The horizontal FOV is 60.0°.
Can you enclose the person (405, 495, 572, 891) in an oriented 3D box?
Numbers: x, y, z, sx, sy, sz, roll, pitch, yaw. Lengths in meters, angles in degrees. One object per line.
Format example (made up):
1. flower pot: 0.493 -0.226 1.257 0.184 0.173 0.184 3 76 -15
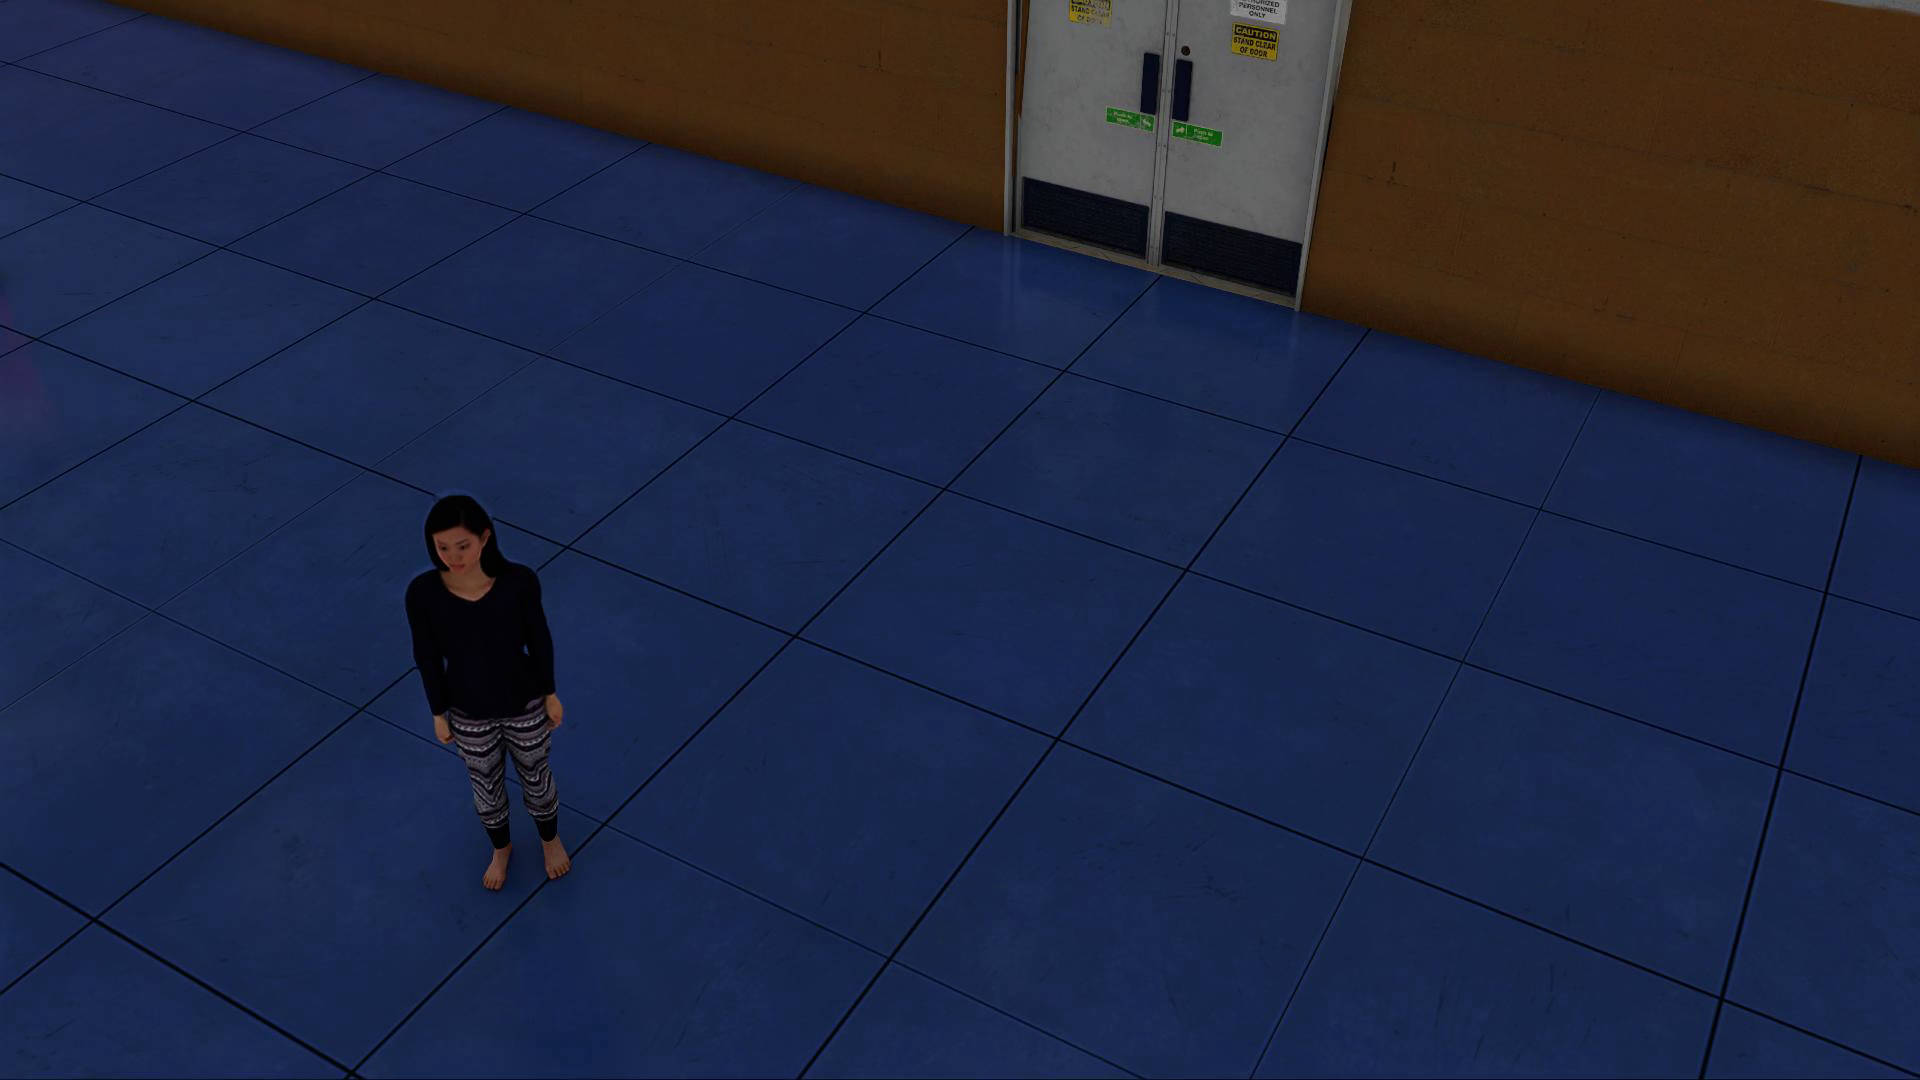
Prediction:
1. person: -1.651 0.546 5.921 0.673 1.733 0.727 -8 38 -11
